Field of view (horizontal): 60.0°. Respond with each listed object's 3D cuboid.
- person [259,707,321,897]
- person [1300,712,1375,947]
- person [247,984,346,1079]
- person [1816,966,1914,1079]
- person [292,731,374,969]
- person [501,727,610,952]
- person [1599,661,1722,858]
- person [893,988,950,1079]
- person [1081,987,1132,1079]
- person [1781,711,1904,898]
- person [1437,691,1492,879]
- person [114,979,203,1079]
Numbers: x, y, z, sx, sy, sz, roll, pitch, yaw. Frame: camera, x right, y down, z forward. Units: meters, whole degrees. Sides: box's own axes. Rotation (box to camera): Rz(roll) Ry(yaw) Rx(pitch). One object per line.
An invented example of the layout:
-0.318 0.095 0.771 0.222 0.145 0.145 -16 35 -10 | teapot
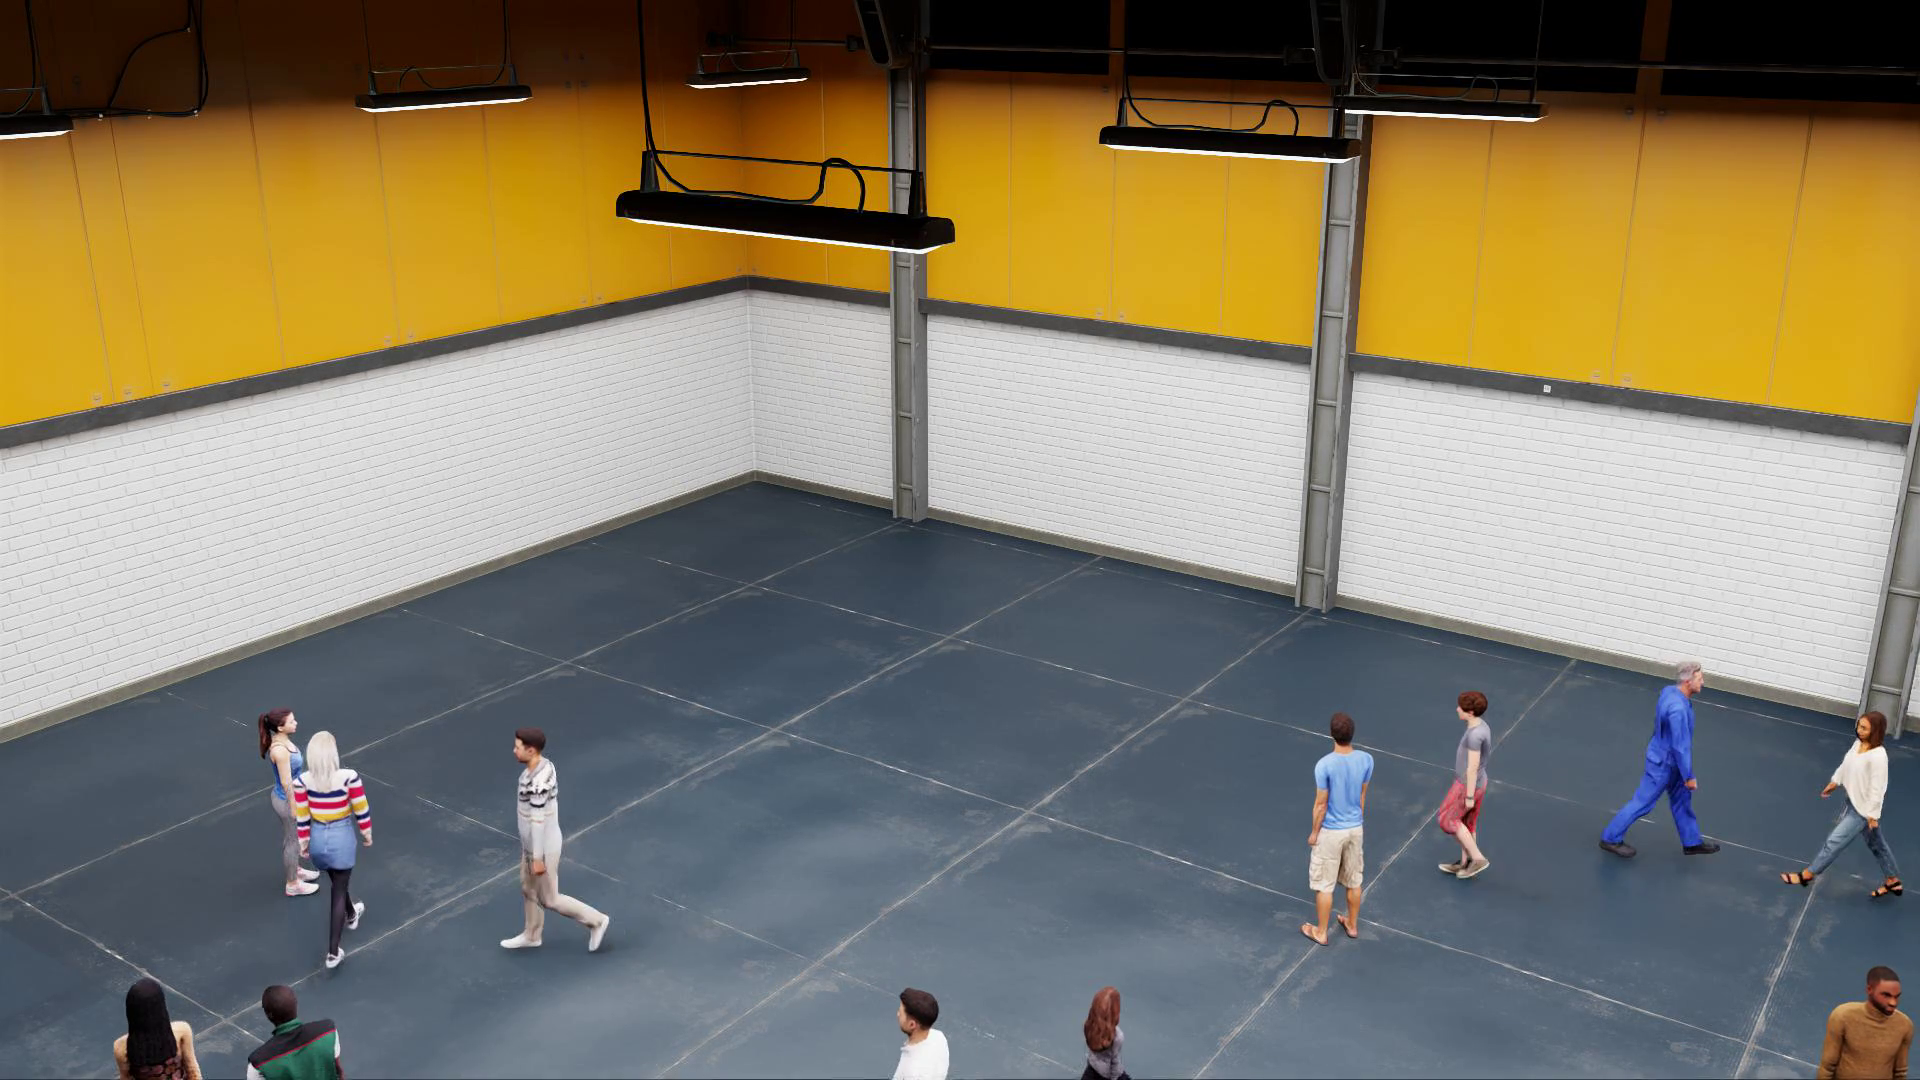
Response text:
-5.410 2.088 13.398 0.700 1.608 0.612 -8 20 -22 | person
2.897 2.198 12.673 0.751 1.863 0.782 -6 20 -17 | person
-3.625 3.349 9.348 0.929 1.803 1.250 -14 23 -36 | person
5.174 3.256 9.612 0.635 1.810 0.764 3 19 9 | person
-4.711 2.327 12.443 1.154 1.766 1.153 -2 19 -5 | person
-3.059 2.268 12.488 1.155 1.847 1.113 -4 19 -11 | person
5.758 1.854 13.826 1.262 1.778 0.936 7 20 21 | person
-0.123 3.355 9.260 0.793 1.848 0.703 8 20 22 | person
0.875 3.334 10.512 0.618 1.089 0.627 -15 24 -38 | person
7.266 2.139 13.207 1.210 1.633 0.884 6 19 16 | person
4.230 2.026 13.537 0.737 1.637 0.684 7 20 21 | person
-4.508 3.331 9.463 0.754 1.764 0.826 -12 22 -32 | person
